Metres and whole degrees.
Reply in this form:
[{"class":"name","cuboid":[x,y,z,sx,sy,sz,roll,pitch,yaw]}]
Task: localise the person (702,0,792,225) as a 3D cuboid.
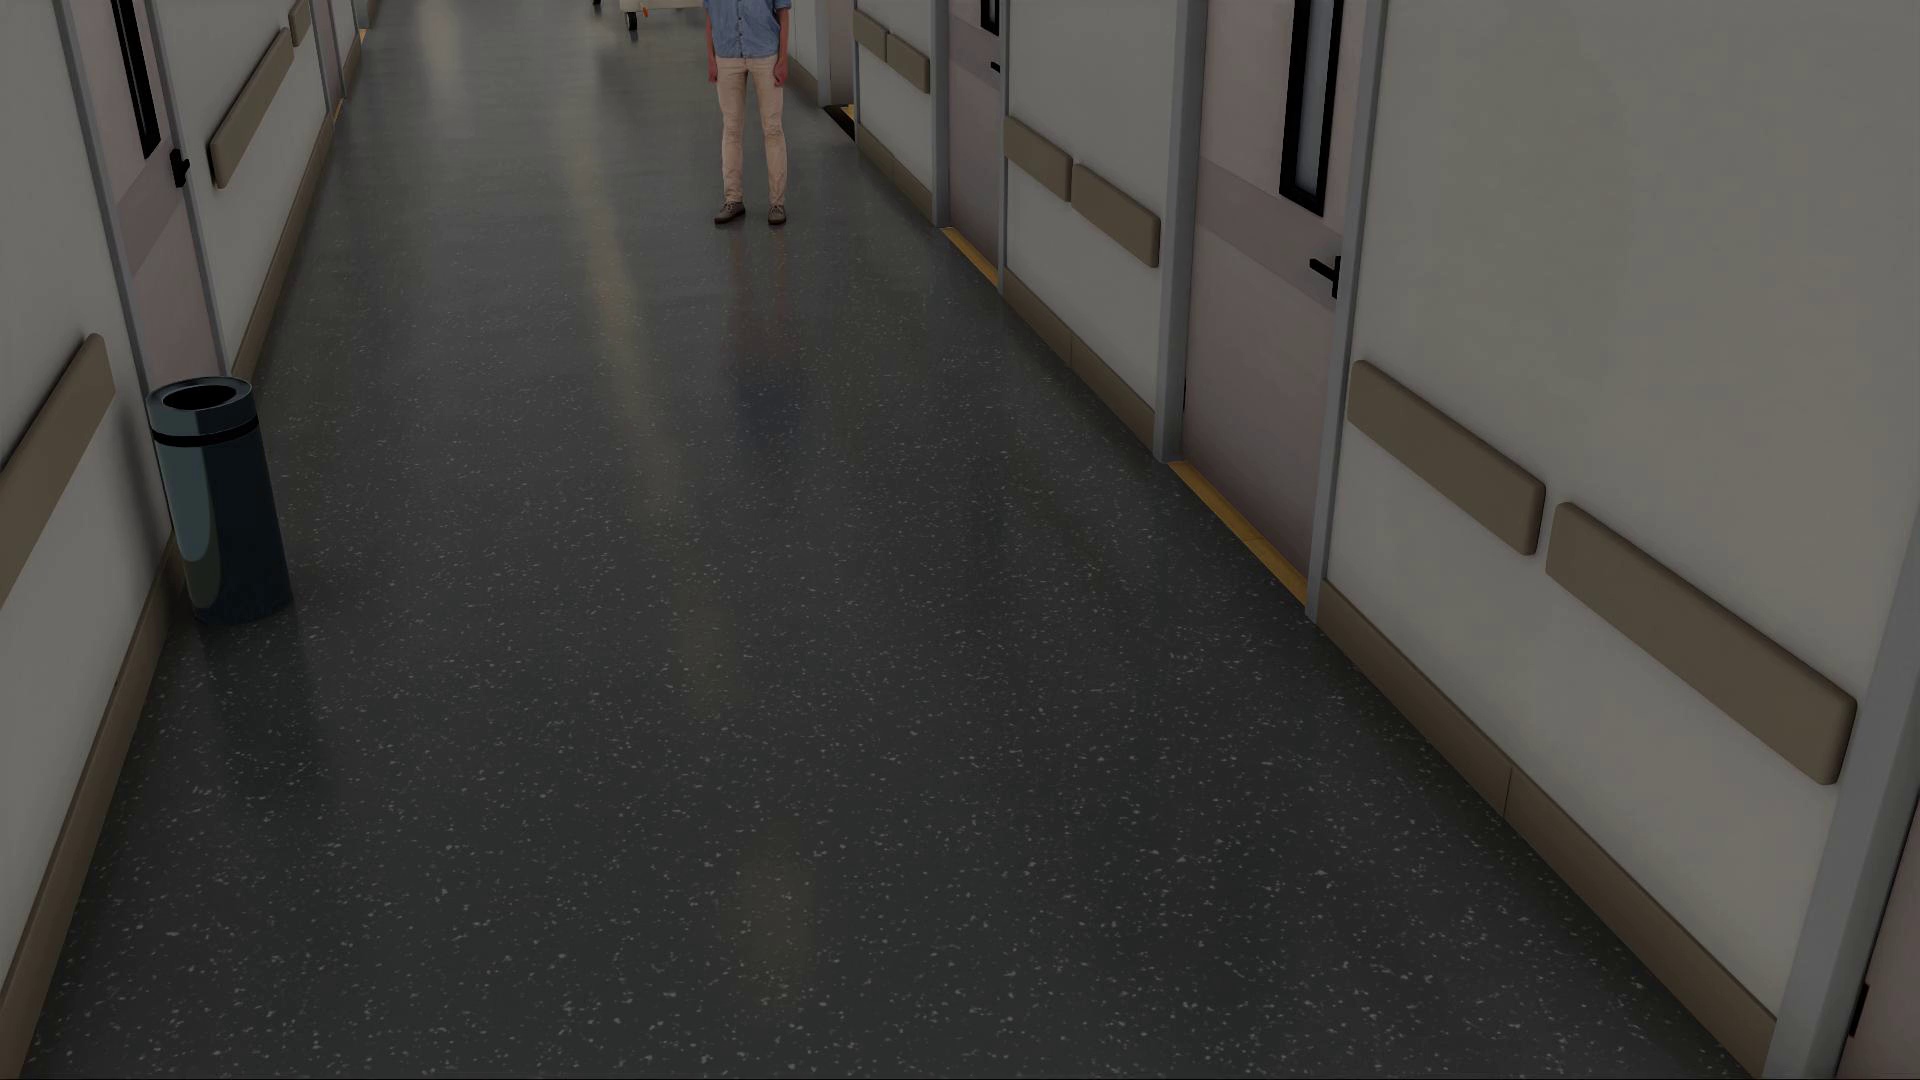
[{"class":"person","cuboid":[-1.169,-2.705,9.221,0.628,1.847,0.778,3,26,6]}]
